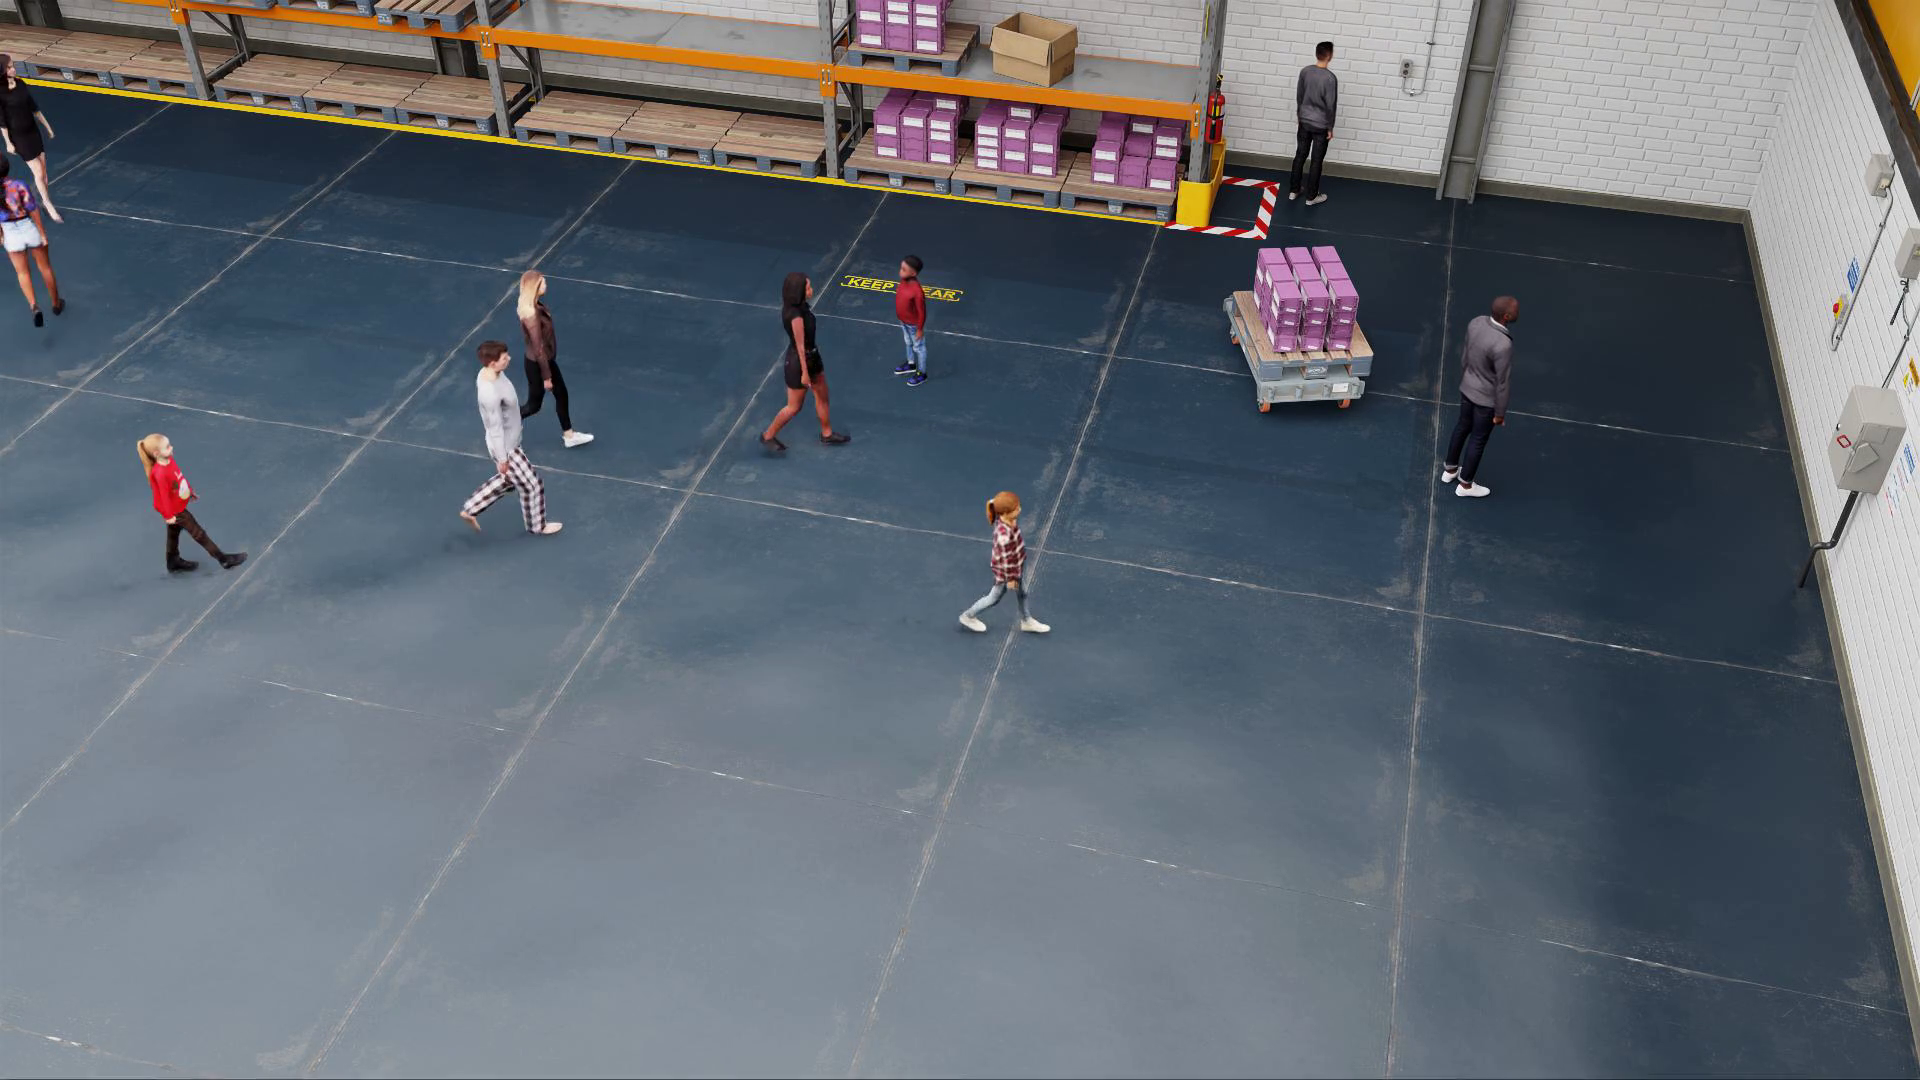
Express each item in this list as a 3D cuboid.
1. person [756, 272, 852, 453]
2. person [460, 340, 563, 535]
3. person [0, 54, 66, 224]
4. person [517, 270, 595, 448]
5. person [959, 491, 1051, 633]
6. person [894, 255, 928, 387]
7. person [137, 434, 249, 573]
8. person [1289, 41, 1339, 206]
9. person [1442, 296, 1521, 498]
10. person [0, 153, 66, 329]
[{"bbox_3d":[-1.391,-1.440,13.857,1.108,1.717,0.821,-3,39,-4],"label":"person"},{"bbox_3d":[-3.610,-0.744,12.901,1.105,1.824,0.937,-9,39,-11],"label":"person"},{"bbox_3d":[-9.712,-4.153,17.193,0.592,1.795,0.635,11,40,13],"label":"person"},{"bbox_3d":[-3.597,-1.446,13.901,1.167,1.674,0.933,-4,39,-5],"label":"person"},{"bbox_3d":[0.272,0.194,12.160,0.926,1.282,0.588,5,39,7],"label":"person"},{"bbox_3d":[-0.422,-1.991,14.918,0.639,1.255,0.580,-19,43,-23],"label":"person"},{"bbox_3d":[-6.076,-0.246,12.733,0.924,1.255,0.770,-9,40,-12],"label":"person"},{"bbox_3d":[3.739,-4.399,17.528,0.630,1.761,0.759,30,47,32],"label":"person"},{"bbox_3d":[4.210,-1.178,13.451,0.787,1.816,0.807,-10,40,-12],"label":"person"},{"bbox_3d":[-8.754,-2.771,15.520,0.980,1.724,0.958,-11,40,-14],"label":"person"}]
